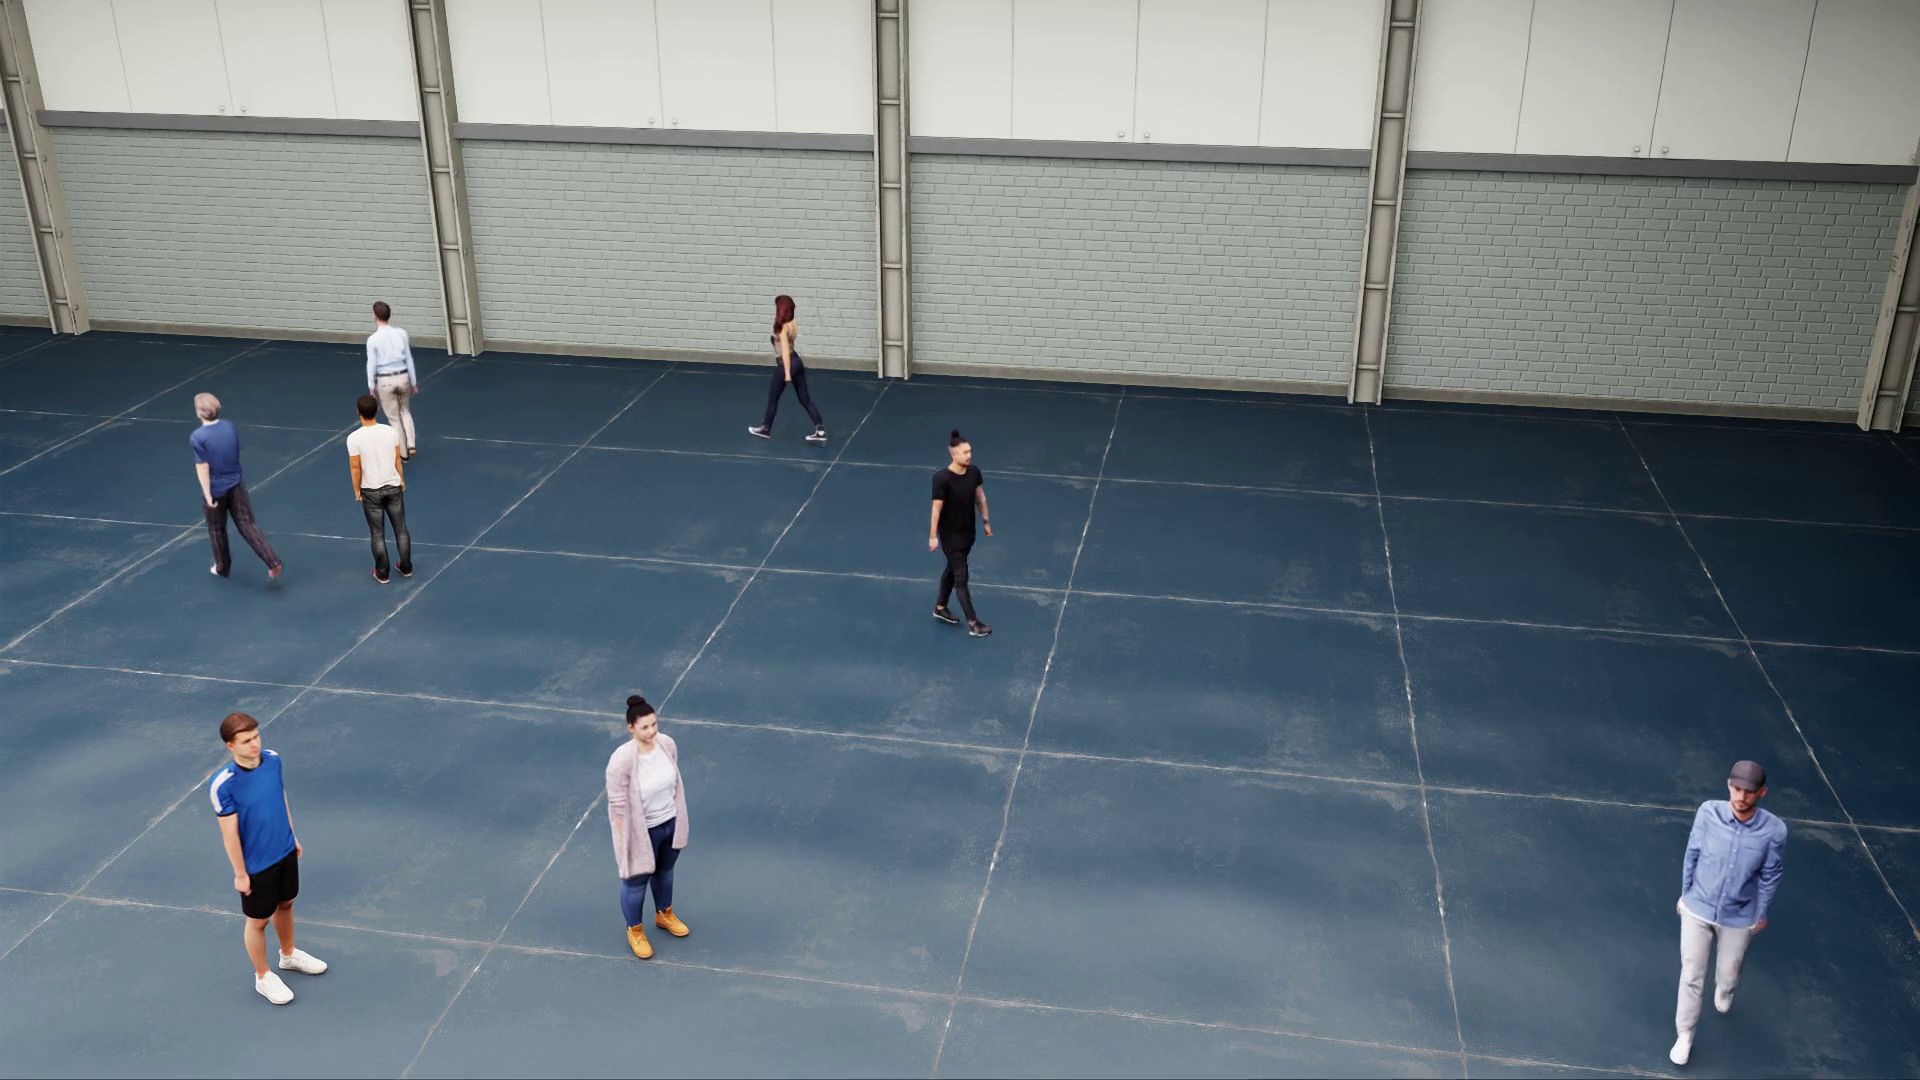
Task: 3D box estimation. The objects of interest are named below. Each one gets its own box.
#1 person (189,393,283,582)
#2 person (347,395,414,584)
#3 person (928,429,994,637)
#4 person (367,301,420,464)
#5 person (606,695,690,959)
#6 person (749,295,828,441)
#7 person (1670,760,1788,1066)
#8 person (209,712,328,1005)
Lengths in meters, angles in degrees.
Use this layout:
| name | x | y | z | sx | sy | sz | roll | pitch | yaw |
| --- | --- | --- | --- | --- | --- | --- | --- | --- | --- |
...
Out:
| name | x | y | z | sx | sy | sz | roll | pitch | yaw |
| --- | --- | --- | --- | --- | --- | --- | --- | --- | --- |
| person | -6.744 | -0.448 | 15.408 | 1.220 | 1.841 | 0.989 | 17 | 28 | 34 |
| person | -5.414 | -0.489 | 15.554 | 0.699 | 1.803 | 0.761 | -15 | 27 | -31 |
| person | -0.091 | -0.100 | 14.596 | 1.160 | 1.837 | 1.035 | 20 | 30 | 39 |
| person | -6.229 | -1.703 | 18.375 | 0.784 | 1.830 | 0.824 | -19 | 30 | -38 |
| person | -1.950 | 1.752 | 10.362 | 0.819 | 1.742 | 0.801 | 20 | 30 | 39 |
| person | -1.855 | -1.909 | 19.006 | 1.230 | 1.715 | 0.734 | 7 | 24 | 16 |
| person | 4.348 | 2.061 | 9.472 | 1.013 | 1.870 | 0.929 | 13 | 26 | 28 |
| person | -4.175 | 1.861 | 9.947 | 0.639 | 1.866 | 0.690 | 9 | 25 | 20 |
